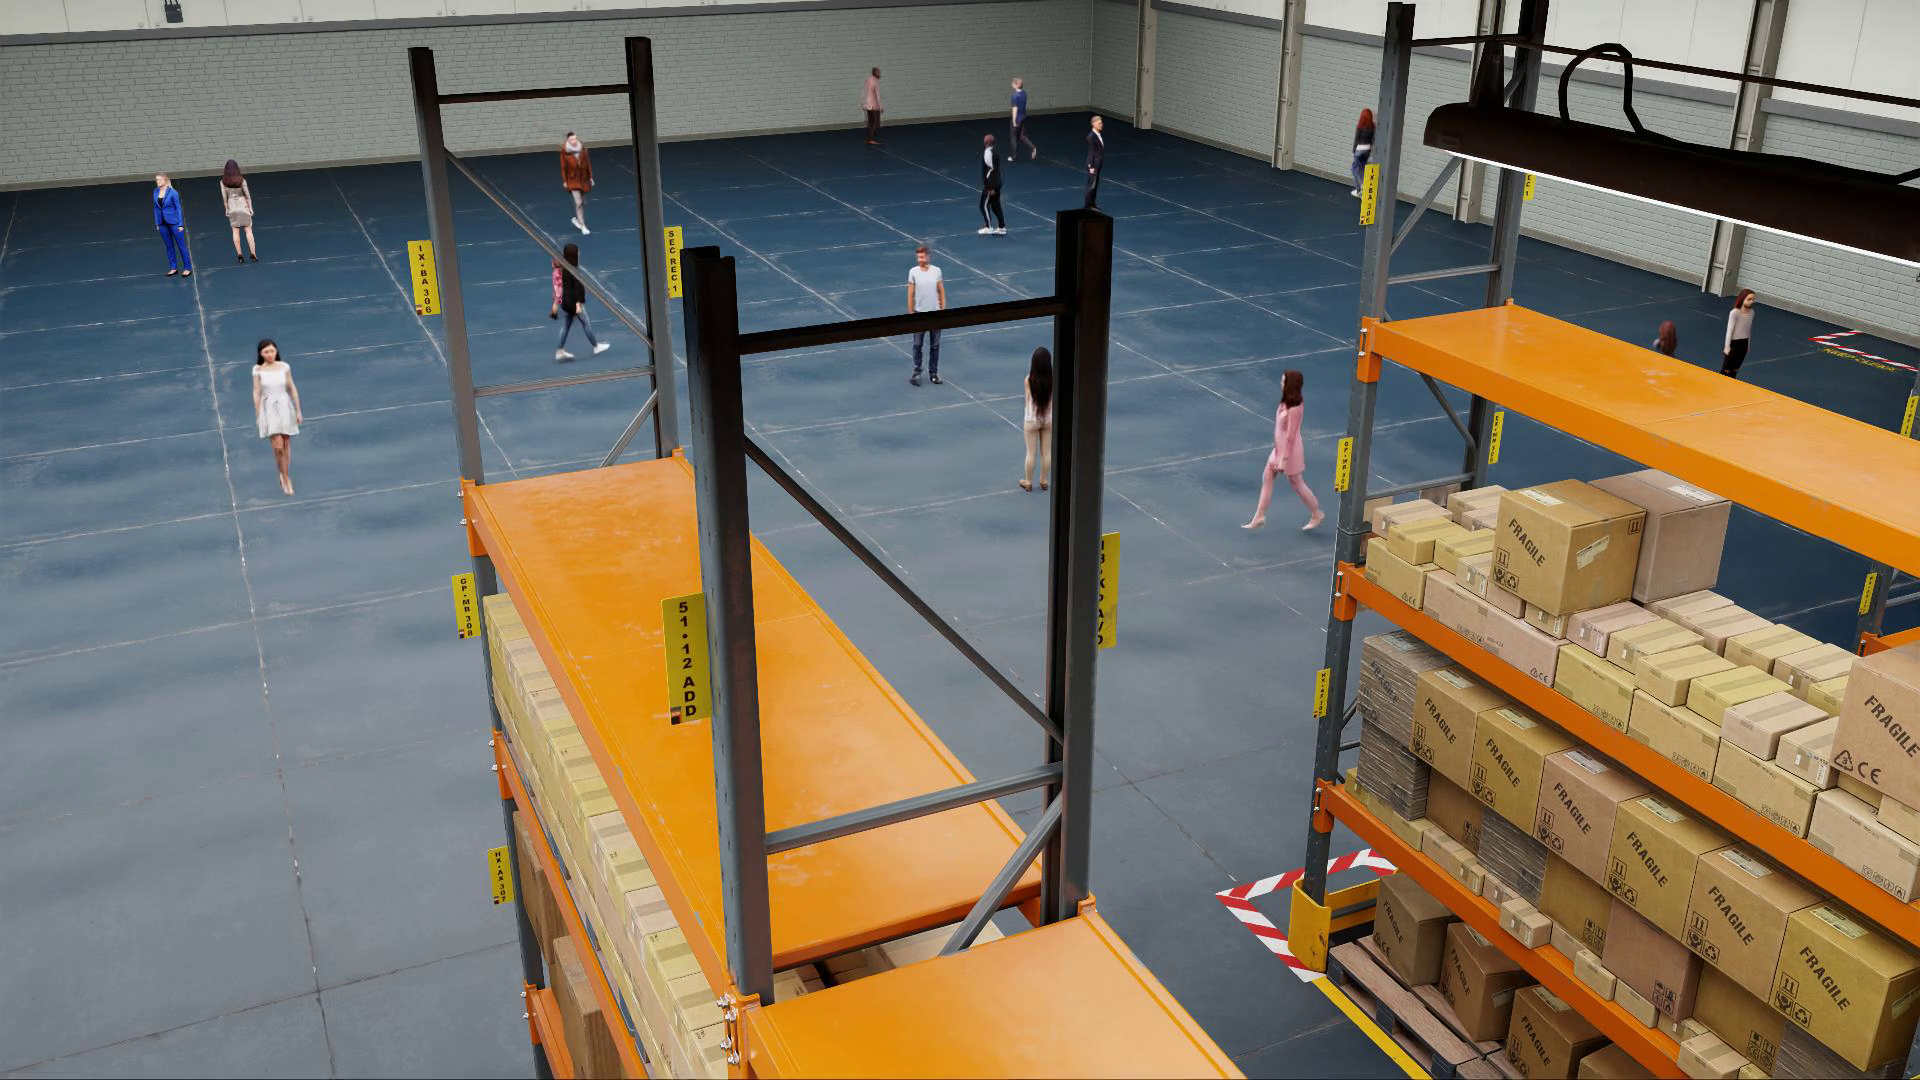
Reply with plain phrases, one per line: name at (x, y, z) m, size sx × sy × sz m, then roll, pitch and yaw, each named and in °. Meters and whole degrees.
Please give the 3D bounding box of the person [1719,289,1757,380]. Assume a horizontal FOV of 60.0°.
person at (10.000, -2.513, 21.421) m, size 0.557 × 1.483 × 0.478 m, roll -9°, pitch 25°, yaw -20°

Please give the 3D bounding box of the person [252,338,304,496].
person at (-7.576, -1.386, 18.418) m, size 0.704 × 1.759 × 0.819 m, roll -15°, pitch 27°, yaw -32°

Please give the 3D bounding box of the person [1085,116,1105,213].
person at (2.609, -7.312, 32.284) m, size 0.832 × 1.814 × 0.775 m, roll 8°, pitch 24°, yaw 19°

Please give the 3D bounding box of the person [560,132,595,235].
person at (-7.038, -6.554, 30.513) m, size 0.899 × 1.805 × 1.202 m, roll -18°, pitch 29°, yaw -36°

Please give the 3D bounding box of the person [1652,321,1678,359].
person at (9.026, -2.258, 21.317) m, size 0.487 × 1.096 × 0.513 m, roll -7°, pitch 24°, yaw -17°

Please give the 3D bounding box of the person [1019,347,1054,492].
person at (0.886, -1.328, 18.419) m, size 0.641 × 1.651 × 0.578 m, roll -10°, pitch 25°, yaw -22°

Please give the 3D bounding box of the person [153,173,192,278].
person at (-13.044, -5.215, 27.498) m, size 0.710 × 1.700 × 0.730 m, roll 4°, pitch 23°, yaw 8°

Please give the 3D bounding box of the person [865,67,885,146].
person at (-2.066, -10.242, 39.216) m, size 0.641 × 1.781 × 1.000 m, roll 21°, pitch 31°, yaw 40°

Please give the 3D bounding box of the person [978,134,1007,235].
person at (0.658, -6.444, 30.255) m, size 0.921 × 1.805 × 0.863 m, roll 8°, pitch 24°, yaw 17°

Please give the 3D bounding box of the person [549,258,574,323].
person at (-5.950, -3.738, 24.915) m, size 0.792 × 1.003 × 0.610 m, roll 18°, pitch 29°, yaw 36°

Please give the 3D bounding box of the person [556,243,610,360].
person at (-5.424, -3.266, 23.035) m, size 0.861 × 1.606 × 1.046 m, roll -20°, pitch 30°, yaw -38°

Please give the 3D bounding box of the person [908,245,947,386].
person at (-0.437, -3.004, 22.091) m, size 0.727 × 1.863 × 0.690 m, roll -5°, pitch 24°, yaw -12°

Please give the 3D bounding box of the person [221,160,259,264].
person at (-12.292, -5.602, 28.350) m, size 0.643 × 1.746 × 0.581 m, roll -4°, pitch 23°, yaw -10°

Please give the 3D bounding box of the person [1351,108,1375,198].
person at (8.073, -7.718, 33.287) m, size 0.666 × 1.776 × 0.950 m, roll -7°, pitch 24°, yaw -15°

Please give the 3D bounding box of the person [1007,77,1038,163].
person at (1.378, -9.305, 36.928) m, size 1.072 × 1.848 × 0.920 m, roll 17°, pitch 29°, yaw 35°

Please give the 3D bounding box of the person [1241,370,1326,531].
person at (3.489, -0.874, 17.213) m, size 0.992 × 1.760 × 1.135 m, roll 0°, pitch 23°, yaw 0°
